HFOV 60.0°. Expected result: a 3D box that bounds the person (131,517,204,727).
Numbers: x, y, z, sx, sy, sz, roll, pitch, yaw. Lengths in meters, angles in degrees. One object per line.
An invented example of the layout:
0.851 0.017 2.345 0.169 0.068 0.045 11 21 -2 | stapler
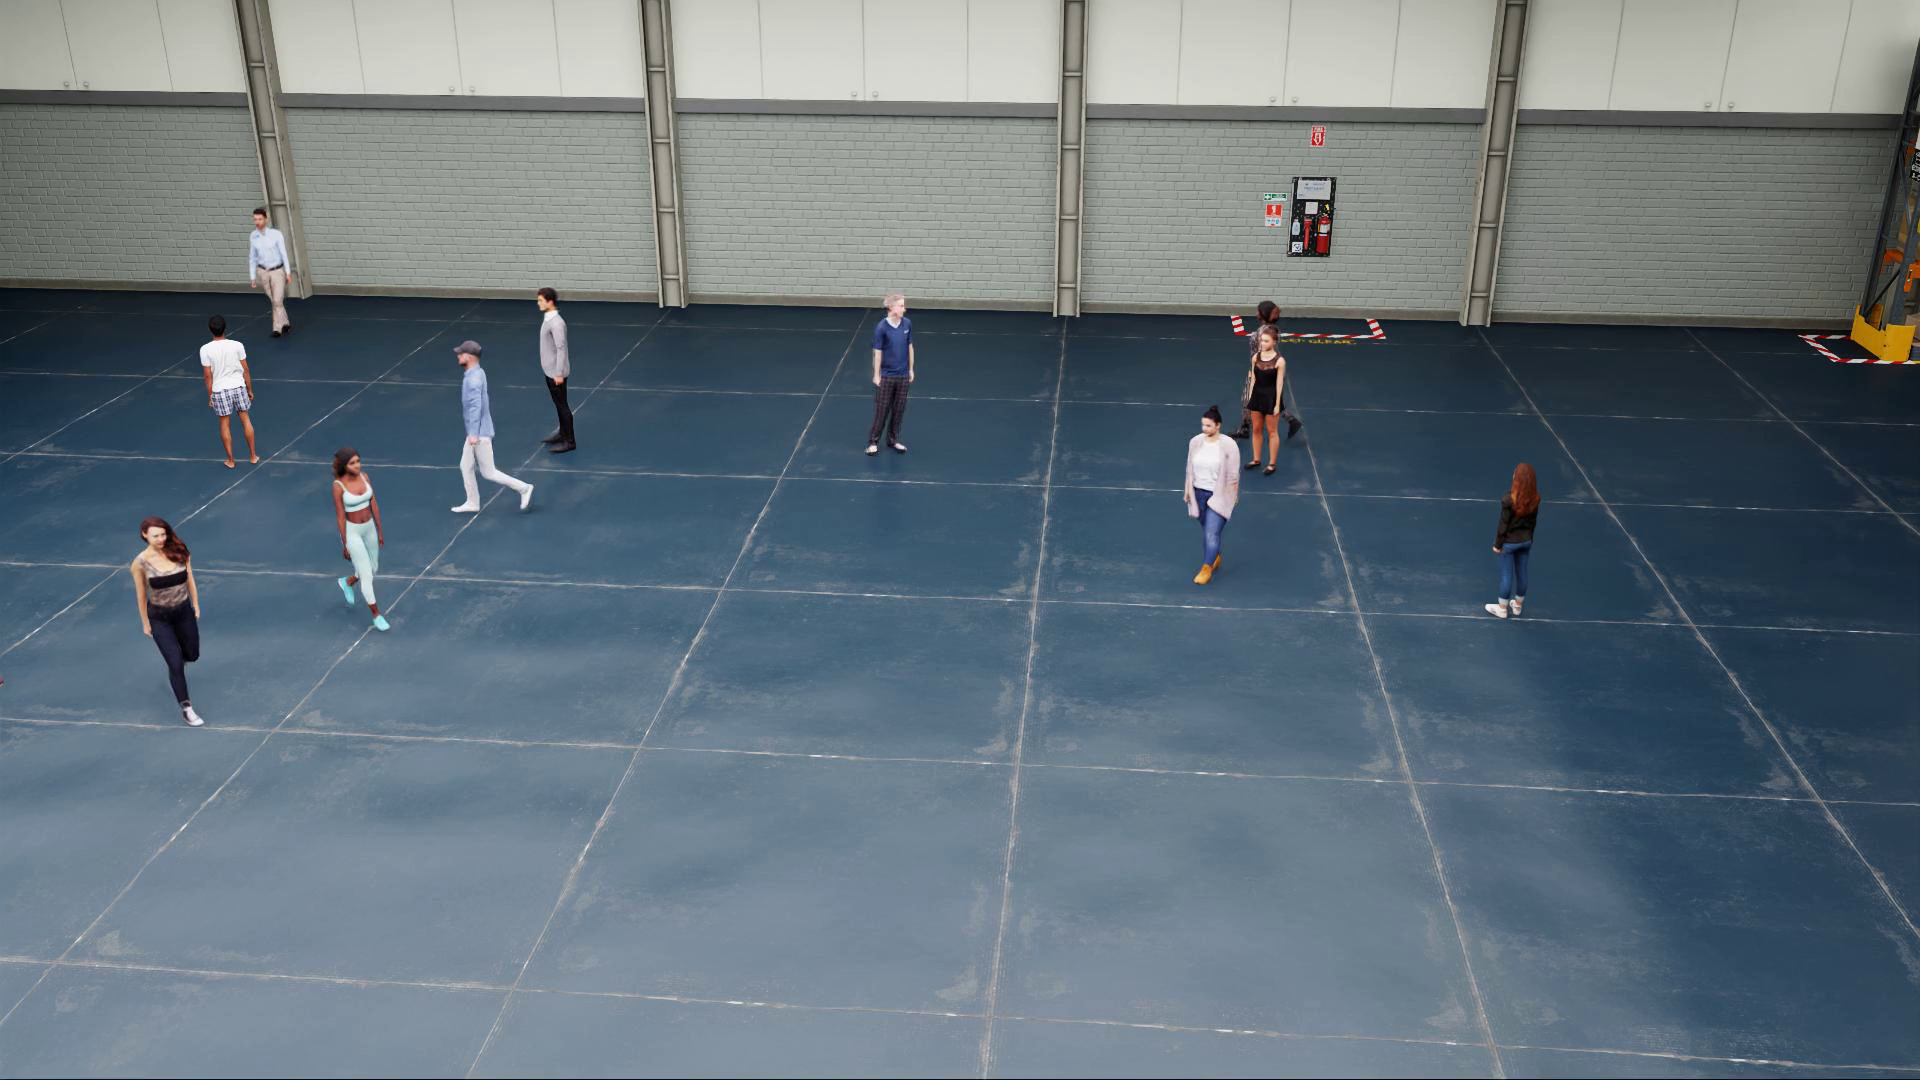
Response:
-6.360 0.604 13.334 0.972 1.752 1.057 -20 30 -39 | person

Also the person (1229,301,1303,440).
3.605 -1.934 19.380 1.160 1.691 0.859 11 26 25 | person

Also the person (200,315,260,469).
-8.225 -1.674 18.713 0.662 1.734 0.766 -12 26 -27 | person

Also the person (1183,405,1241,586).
2.470 -0.481 15.918 0.974 1.725 1.010 18 29 37 | person

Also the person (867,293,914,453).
-0.820 -1.903 19.097 0.776 1.854 0.892 -9 25 -20 | person

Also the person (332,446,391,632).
-5.422 -0.038 14.900 1.042 1.707 0.867 16 28 33 | person

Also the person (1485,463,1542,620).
5.054 -0.003 15.106 0.565 1.483 0.692 -7 24 -16 | person

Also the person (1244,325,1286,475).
3.419 -1.570 18.543 0.670 1.676 0.745 20 30 38 | person

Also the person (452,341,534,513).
-4.921 -1.142 17.303 1.172 1.859 0.922 -7 24 -16 | person

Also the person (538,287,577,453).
-4.653 -1.980 19.192 0.822 1.922 0.842 -10 25 -23 | person

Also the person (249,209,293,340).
-9.717 -3.779 23.564 1.035 1.811 0.790 0 23 -1 | person
